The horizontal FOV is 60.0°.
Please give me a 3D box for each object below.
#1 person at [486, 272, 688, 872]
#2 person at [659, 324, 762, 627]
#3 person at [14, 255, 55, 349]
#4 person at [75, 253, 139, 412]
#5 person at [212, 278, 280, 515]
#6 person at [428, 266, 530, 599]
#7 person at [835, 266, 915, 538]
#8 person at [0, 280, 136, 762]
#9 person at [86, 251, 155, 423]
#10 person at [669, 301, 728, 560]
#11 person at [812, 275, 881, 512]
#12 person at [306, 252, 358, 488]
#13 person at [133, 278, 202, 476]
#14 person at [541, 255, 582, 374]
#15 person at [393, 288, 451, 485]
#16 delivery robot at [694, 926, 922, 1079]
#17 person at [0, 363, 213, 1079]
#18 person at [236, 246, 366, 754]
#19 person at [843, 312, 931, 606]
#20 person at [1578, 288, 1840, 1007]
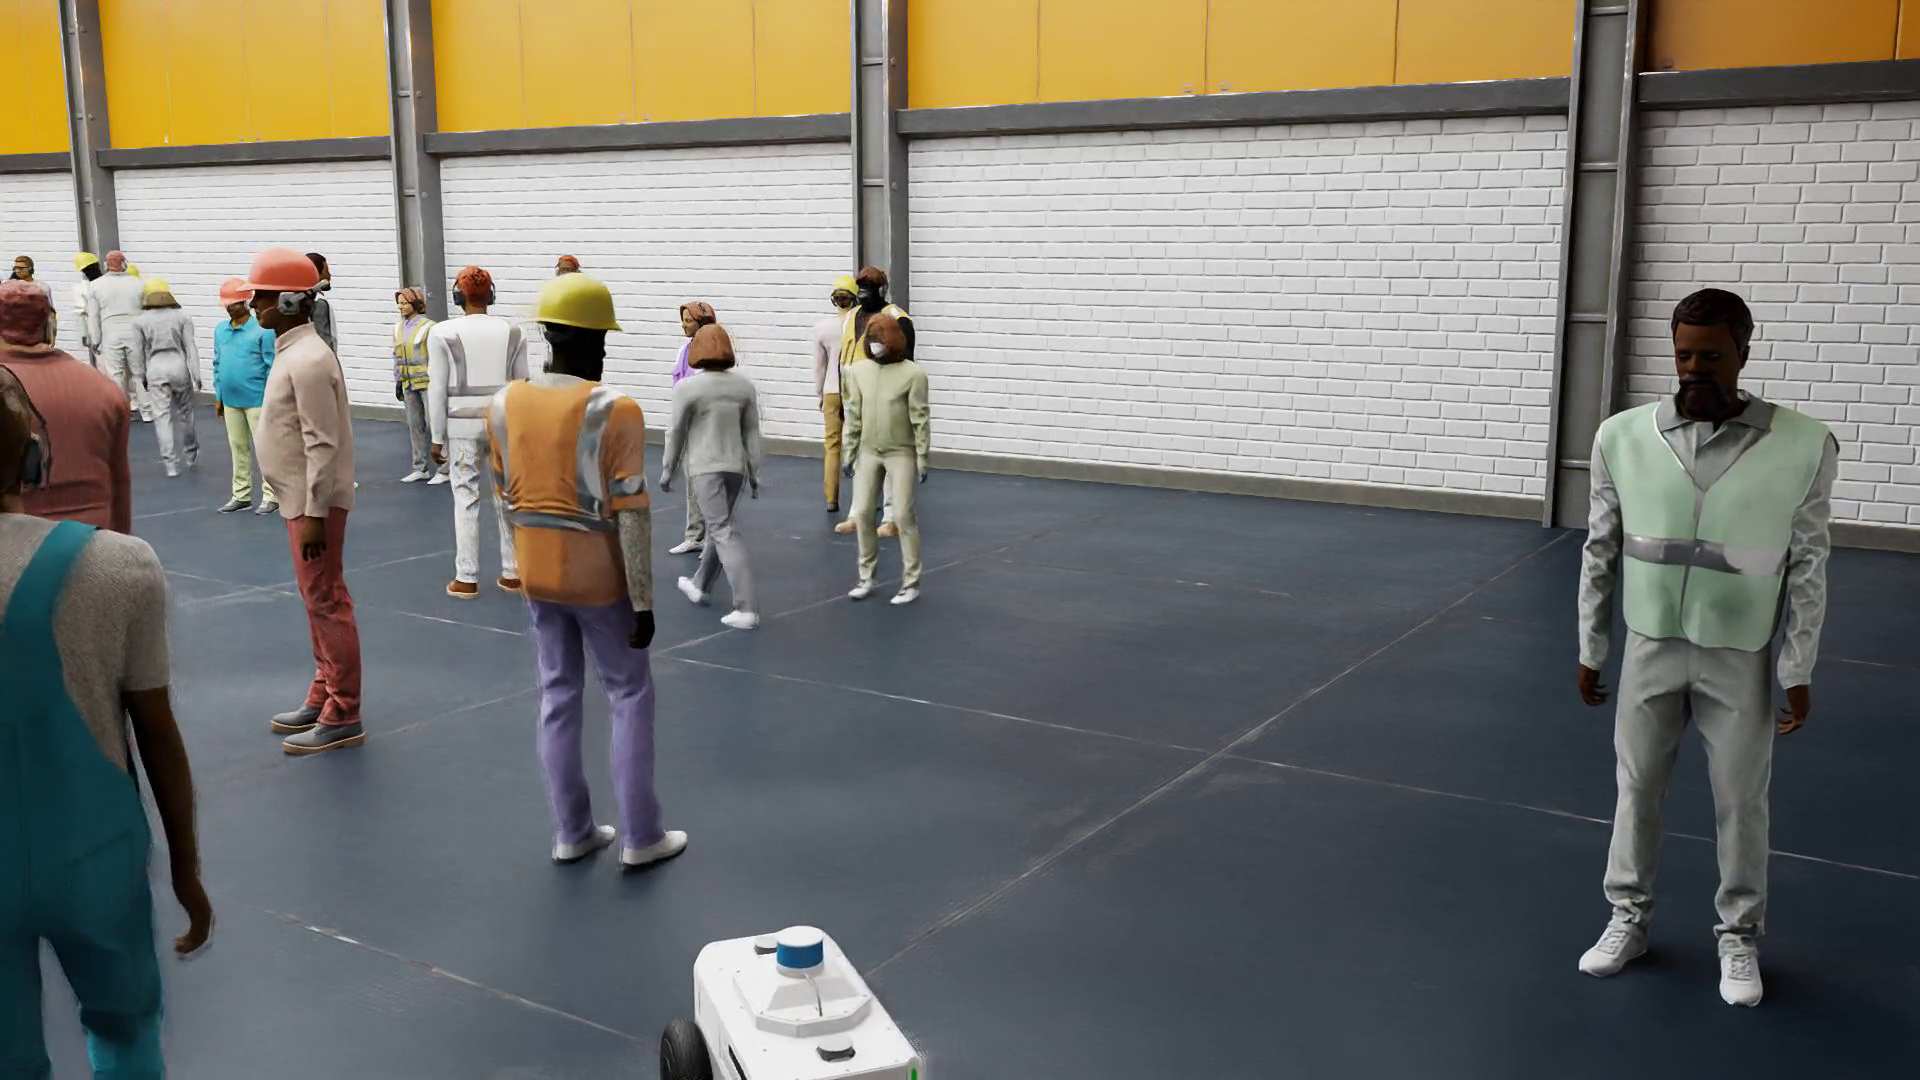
[{"bbox_3d":[-1.204,0.118,5.319,0.604,1.921,0.439,4,11,22],"label":"person"},{"bbox_3d":[-1.331,-0.357,8.893,0.505,1.575,0.893,-9,14,-42],"label":"person"},{"bbox_3d":[-10.928,-2.421,19.585,0.517,1.843,0.326,0,10,-1],"label":"person"},{"bbox_3d":[-10.013,-2.431,19.588,0.677,1.873,0.470,-4,11,-22],"label":"person"},{"bbox_3d":[-5.293,-1.059,12.303,0.561,1.748,0.334,3,11,17],"label":"person"},{"bbox_3d":[-2.715,-0.607,9.455,0.581,1.879,0.350,-8,13,-36],"label":"person"},{"bbox_3d":[-0.605,-0.935,11.369,0.635,1.841,0.429,8,13,39],"label":"person"},{"bbox_3d":[-3.151,0.066,5.715,0.402,1.892,0.646,7,12,33],"label":"person"},{"bbox_3d":[-9.230,-2.221,18.327,0.642,1.902,0.399,-6,12,-30],"label":"person"},{"bbox_3d":[-1.650,-0.697,10.602,0.307,1.641,0.513,-10,14,-44],"label":"person"},{"bbox_3d":[-0.831,-1.075,12.354,0.523,1.767,0.313,2,10,11],"label":"person"},{"bbox_3d":[-5.215,-1.362,13.511,0.390,1.922,0.591,-8,13,-39],"label":"person"},{"bbox_3d":[-6.904,-1.431,14.524,0.512,1.679,0.899,-4,11,-20],"label":"person"},{"bbox_3d":[-3.626,-1.704,15.508,0.583,1.884,0.350,2,10,13],"label":"person"},{"bbox_3d":[-4.486,-1.268,13.805,0.521,1.633,0.321,6,12,30],"label":"person"},{"bbox_3d":[-0.337,1.071,3.554,0.477,0.478,0.707,-4,11,-20],"label":"delivery robot"},{"bbox_3d":[-1.613,0.598,2.900,0.546,1.827,0.429,-6,12,-29],"label":"person"},{"bbox_3d":[-2.603,-0.154,6.609,0.386,1.996,0.610,-5,11,-25],"label":"person"},{"bbox_3d":[-0.402,-0.453,9.285,0.528,1.624,0.317,6,12,28],"label":"person"},{"bbox_3d":[1.959,0.289,4.437,0.602,1.904,0.411,6,12,30],"label":"person"}]
